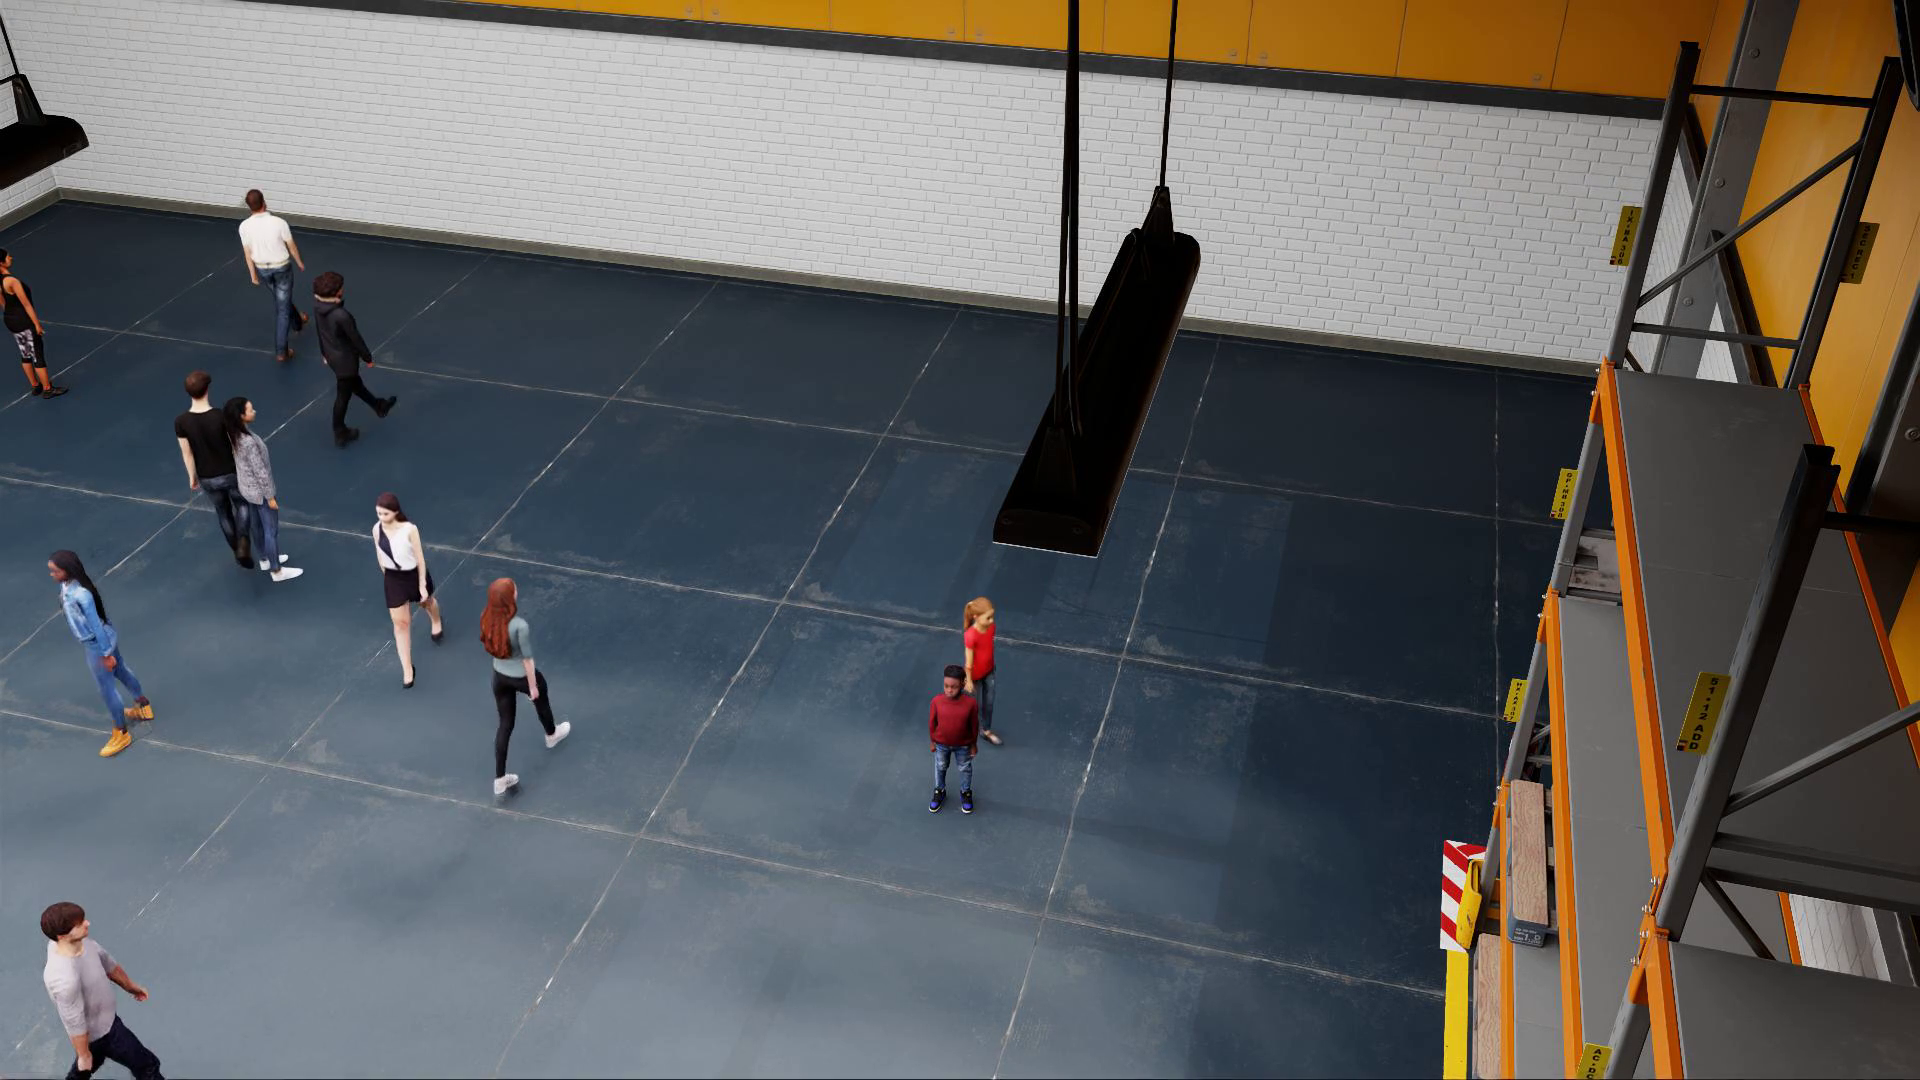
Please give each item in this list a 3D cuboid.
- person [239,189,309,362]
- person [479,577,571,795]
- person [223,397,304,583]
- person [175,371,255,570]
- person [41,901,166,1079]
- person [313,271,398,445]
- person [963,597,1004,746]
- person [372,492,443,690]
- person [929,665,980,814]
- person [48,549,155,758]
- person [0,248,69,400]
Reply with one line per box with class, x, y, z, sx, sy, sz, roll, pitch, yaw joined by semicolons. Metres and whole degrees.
person;-7.369;-2.808;17.852;0.879;1.800;1.321;0;34;0
person;-3.286;1.071;12.105;0.693;1.700;1.166;13;36;19
person;-6.081;-0.458;14.377;0.708;1.732;0.698;-27;42;-34
person;-6.379;-0.528;14.349;0.954;1.879;1.058;-10;35;-14
person;-5.018;2.769;9.464;1.174;1.796;1.170;-14;36;-19
person;-6.104;-1.734;16.303;0.859;1.724;1.166;20;38;27
person;0.098;0.975;12.613;0.769;1.298;0.759;-29;43;-36
person;-4.391;0.303;13.351;0.770;1.601;1.134;-1;34;-1
person;-0.044;1.418;11.984;0.530;1.256;0.515;4;34;6
person;-6.472;0.766;12.564;0.910;1.701;0.861;-18;38;-25
person;-9.669;-2.248;17.136;0.625;1.659;0.582;17;37;23
